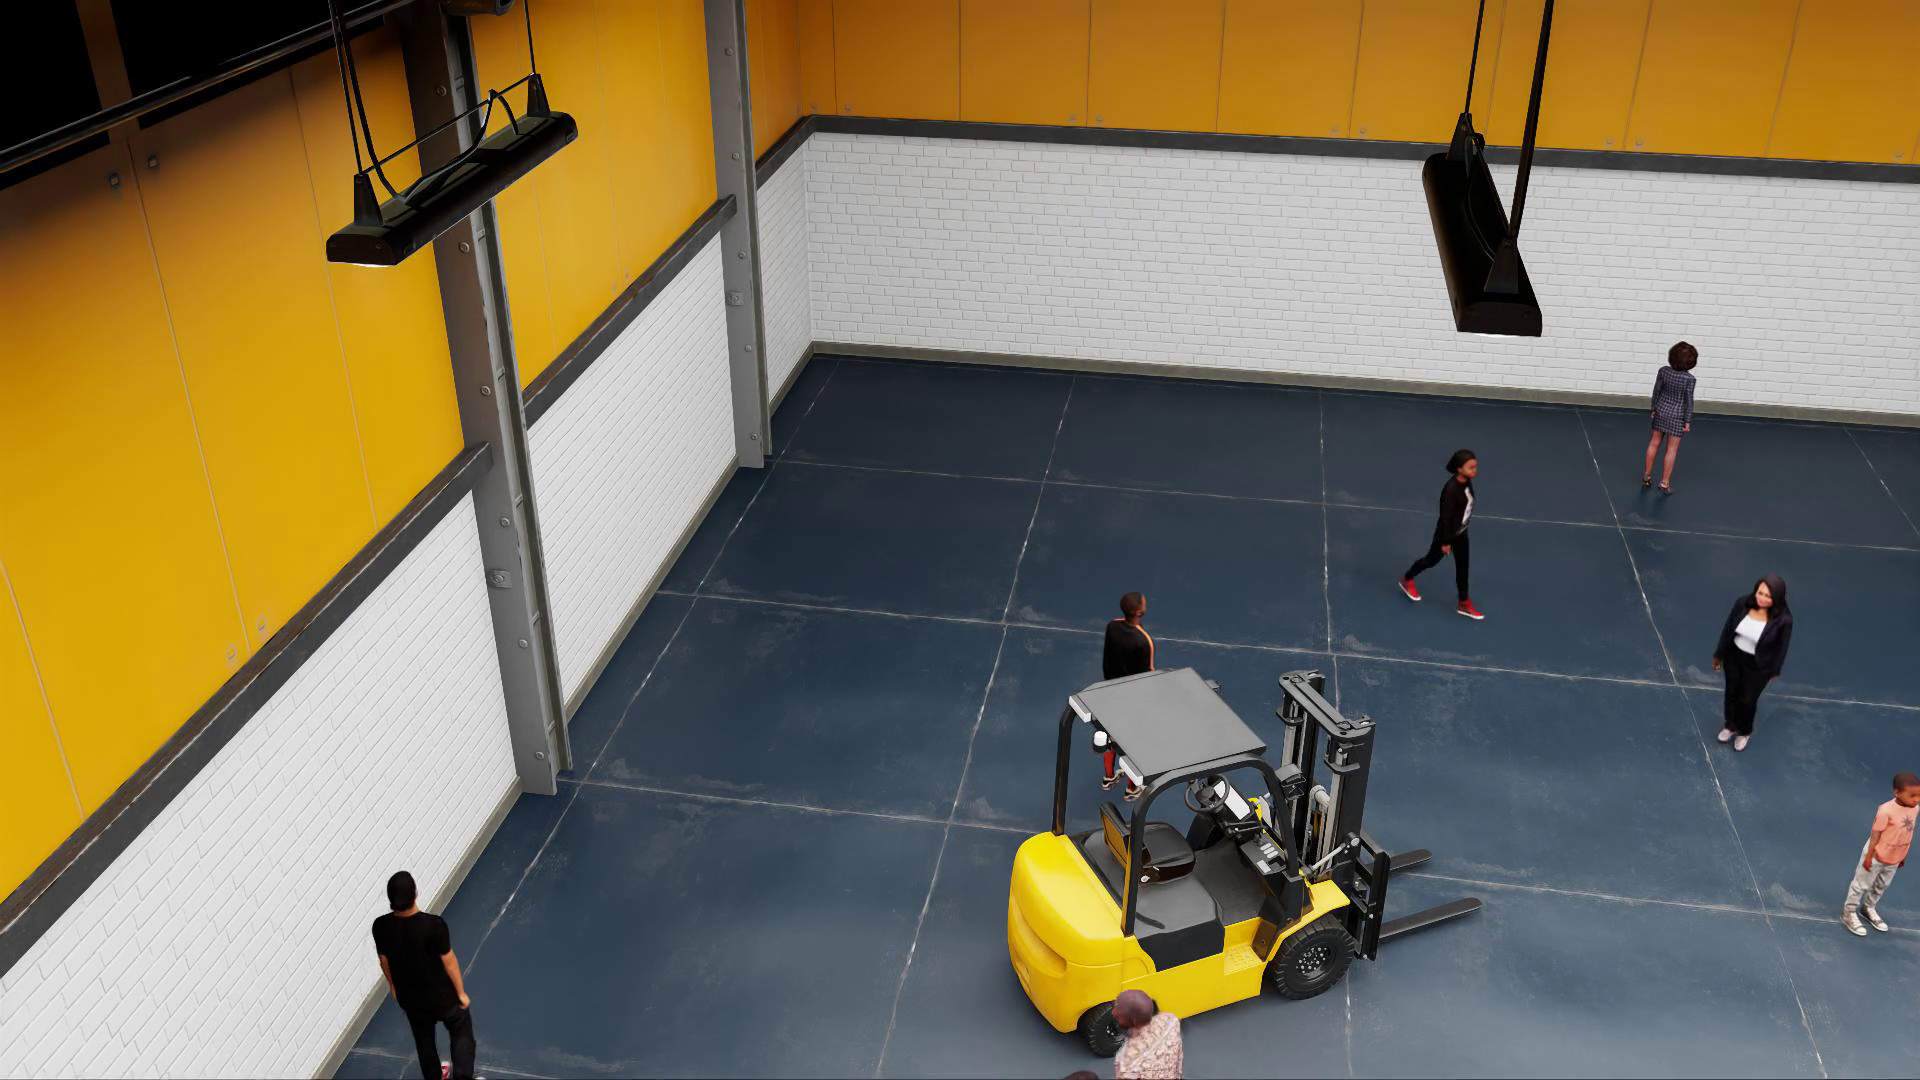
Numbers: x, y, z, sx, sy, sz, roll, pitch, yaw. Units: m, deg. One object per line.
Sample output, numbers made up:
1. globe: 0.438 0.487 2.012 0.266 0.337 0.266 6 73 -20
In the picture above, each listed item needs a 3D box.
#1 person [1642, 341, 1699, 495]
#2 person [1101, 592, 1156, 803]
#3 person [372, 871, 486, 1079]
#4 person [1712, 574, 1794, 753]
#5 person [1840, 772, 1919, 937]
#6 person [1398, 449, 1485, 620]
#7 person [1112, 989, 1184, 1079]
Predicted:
1. person: 7.493 -1.292 17.551 0.753 1.698 0.698 -20 34 -32
2. person: 1.297 1.192 12.883 0.731 1.808 0.699 -24 37 -37
3. person: -3.240 2.760 10.065 0.691 1.754 0.647 2 29 5
4. person: 6.451 0.951 13.537 0.811 1.604 0.769 -24 37 -37
5. person: 6.448 2.166 11.619 0.527 1.308 0.550 -4 29 -8
6. person: 4.468 -0.089 15.408 1.126 1.638 1.084 -25 37 -38
7. person: 1.118 3.220 9.196 0.916 1.779 0.827 23 36 35
